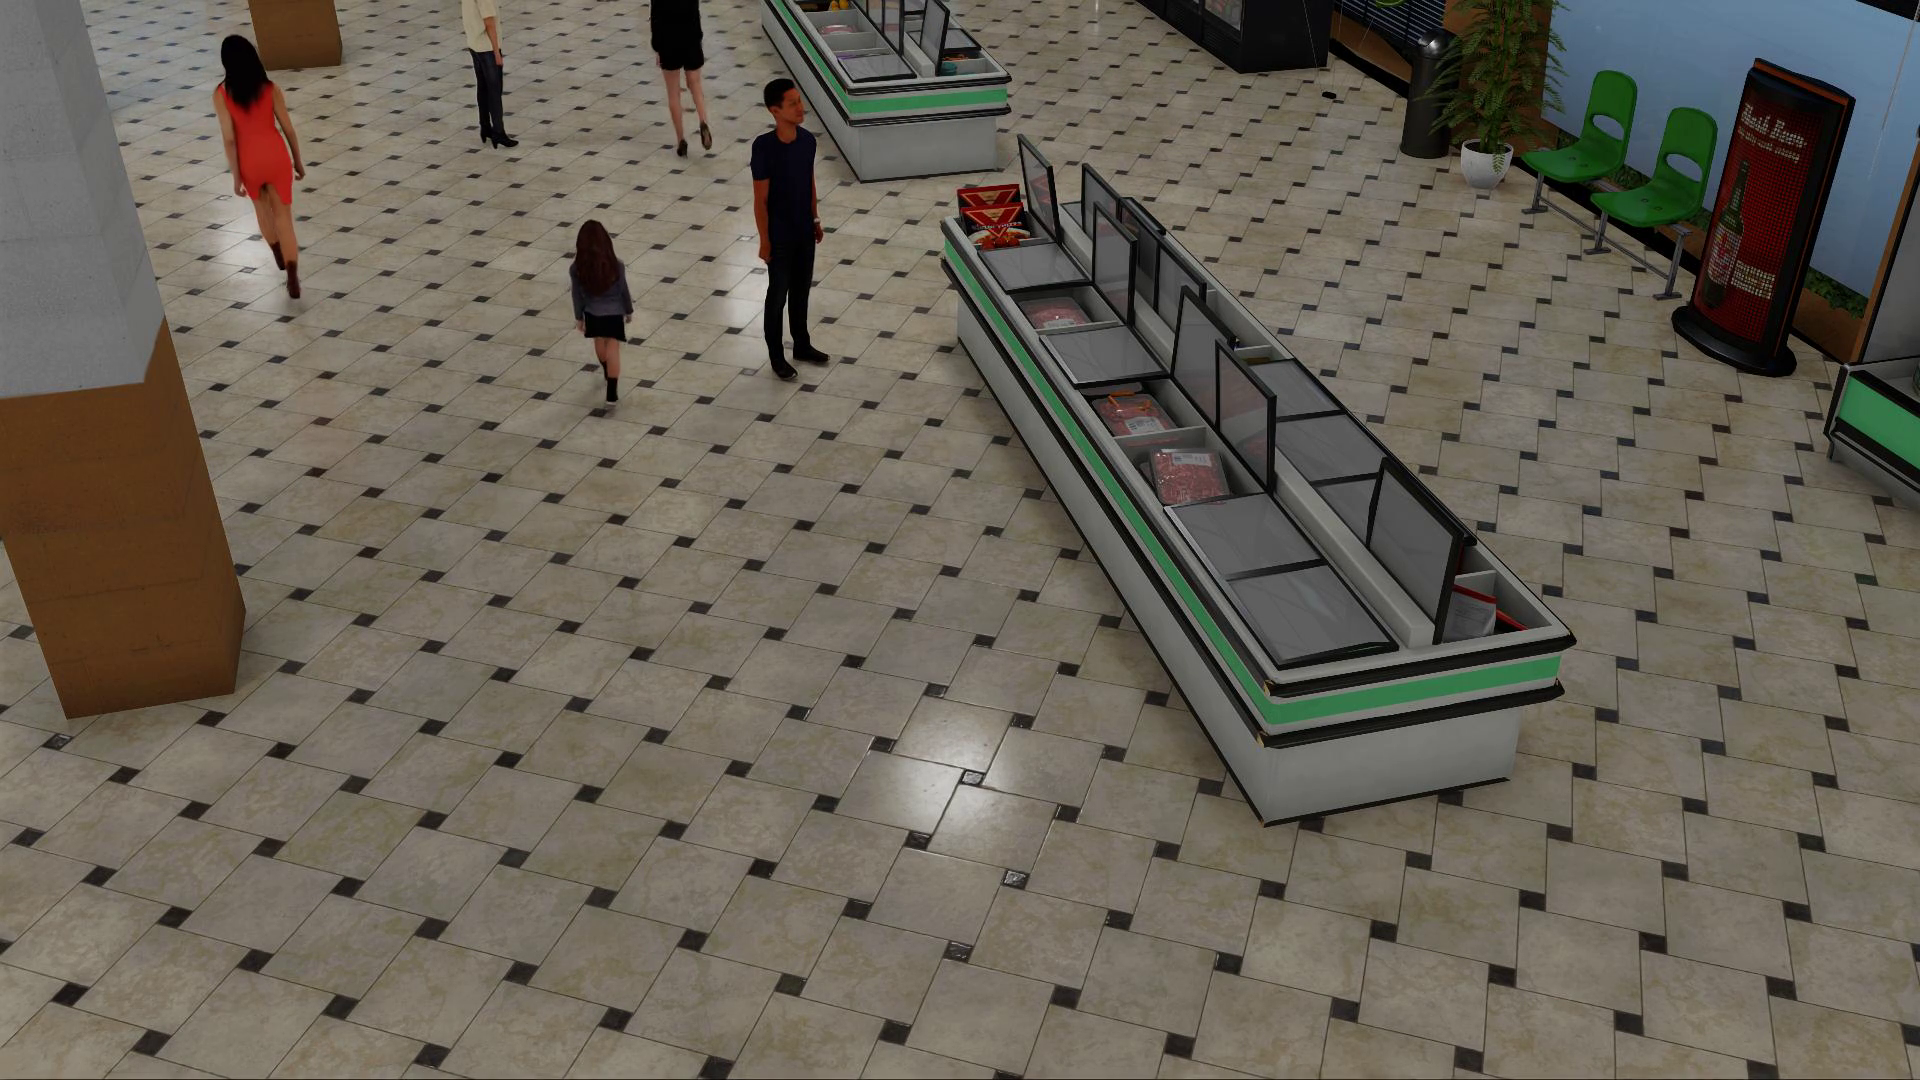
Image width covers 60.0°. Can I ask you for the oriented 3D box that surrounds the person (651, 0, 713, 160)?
[{"bbox_3d":[-2.173,-3.816,13.042,0.688,1.755,0.853,-16,35,-23],"label":"person"}]

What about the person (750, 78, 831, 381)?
[{"bbox_3d":[-1.018,-1.844,9.832,0.729,1.797,0.719,24,39,33],"label":"person"}]

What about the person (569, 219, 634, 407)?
[{"bbox_3d":[-2.069,-1.299,9.638,0.558,1.078,0.824,-4,32,-6],"label":"person"}]

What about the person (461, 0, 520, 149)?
[{"bbox_3d":[-3.851,-3.989,13.483,0.710,1.583,0.563,-23,39,-33],"label":"person"}]

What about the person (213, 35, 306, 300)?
[{"bbox_3d":[-4.495,-2.370,10.798,0.698,1.672,1.142,-13,34,-19],"label":"person"}]
